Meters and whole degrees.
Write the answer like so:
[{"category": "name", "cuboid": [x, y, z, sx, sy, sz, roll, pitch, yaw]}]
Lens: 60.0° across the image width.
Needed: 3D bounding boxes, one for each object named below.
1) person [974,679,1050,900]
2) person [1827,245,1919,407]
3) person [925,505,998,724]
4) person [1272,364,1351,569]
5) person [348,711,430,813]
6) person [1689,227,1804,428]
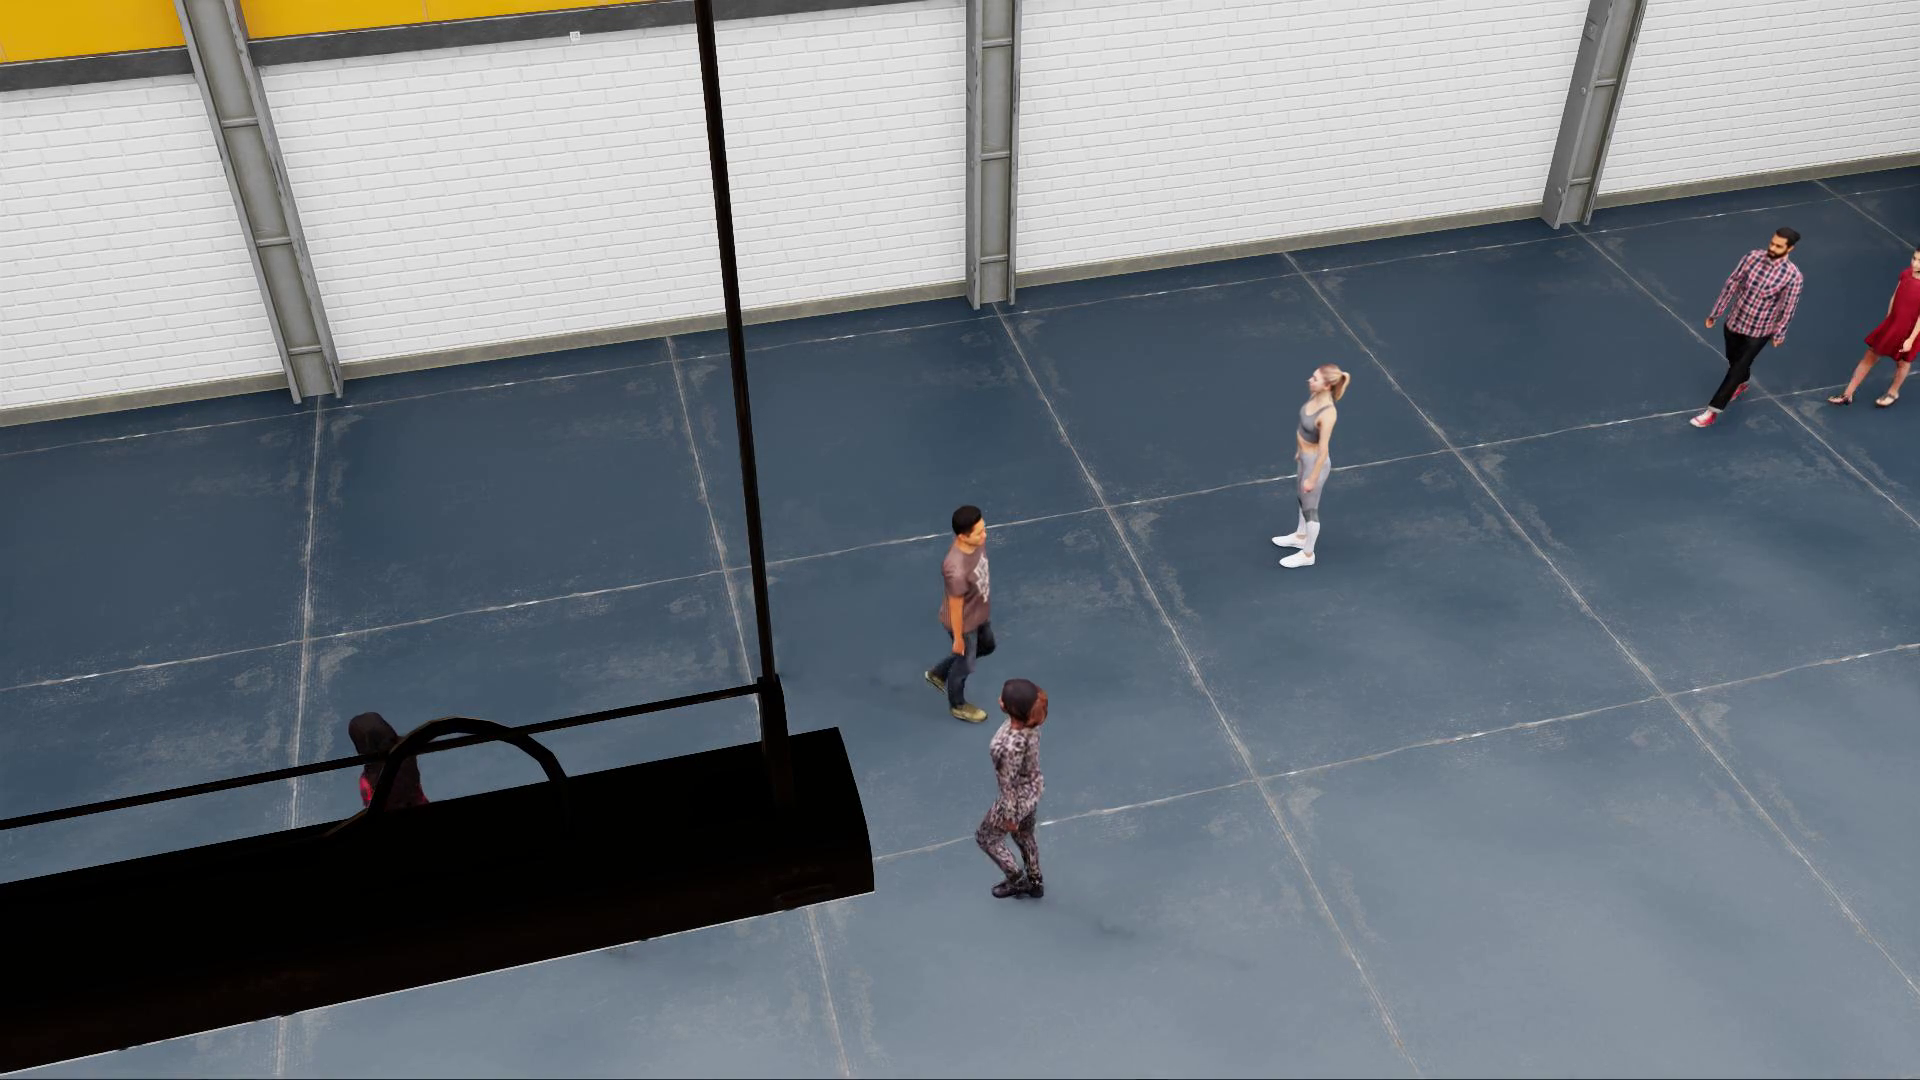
[{"category": "person", "cuboid": [0.409, 1.479, 9.473, 0.777, 1.702, 0.726, 12, 40, 15]}, {"category": "person", "cuboid": [7.821, -1.764, 13.678, 0.968, 1.522, 0.691, -20, 43, -23]}, {"category": "person", "cuboid": [-0.049, 0.463, 10.696, 0.865, 1.763, 0.806, 12, 40, 14]}, {"category": "person", "cuboid": [2.551, -0.547, 12.010, 0.612, 1.702, 0.617, -1, 39, -1]}, {"category": "person", "cuboid": [-3.048, 1.592, 9.381, 0.836, 1.640, 0.764, 11, 40, 14]}, {"category": "person", "cuboid": [6.470, -1.777, 13.530, 1.239, 1.728, 0.948, -23, 44, -26]}]
